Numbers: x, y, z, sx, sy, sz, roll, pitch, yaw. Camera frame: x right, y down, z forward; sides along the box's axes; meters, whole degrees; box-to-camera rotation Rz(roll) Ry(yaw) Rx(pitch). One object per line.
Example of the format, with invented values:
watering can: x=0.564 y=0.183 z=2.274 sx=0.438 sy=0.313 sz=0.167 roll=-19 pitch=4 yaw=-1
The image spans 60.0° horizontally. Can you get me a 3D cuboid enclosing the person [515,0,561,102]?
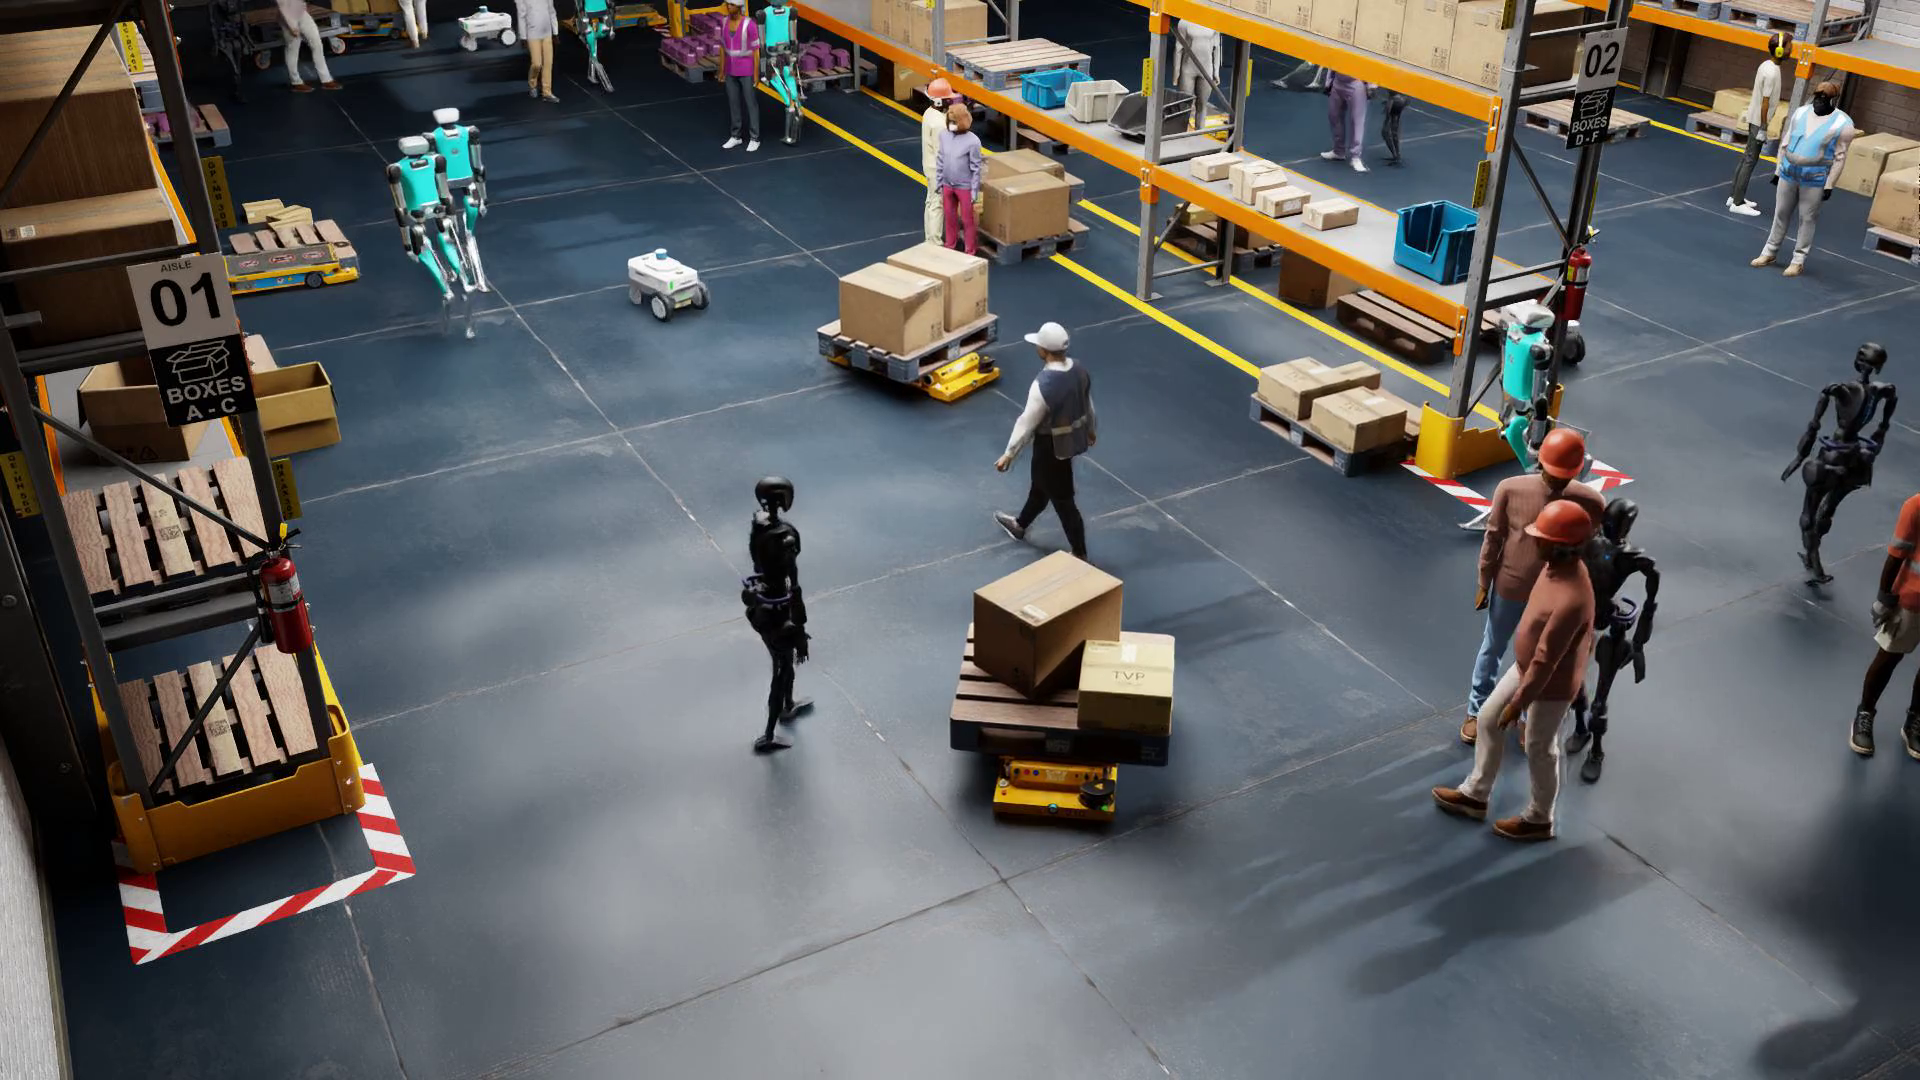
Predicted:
person: x=-5.385 y=-6.459 z=21.198 sx=0.460 sy=1.715 sz=0.593 roll=21 pitch=36 yaw=32

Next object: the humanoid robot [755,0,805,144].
humanoid robot: x=-2.004 y=-5.412 z=19.393 sx=0.535 sy=1.840 sz=0.701 roll=-19 pitch=35 yaw=-30

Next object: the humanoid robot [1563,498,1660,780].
humanoid robot: x=3.503 y=0.495 z=9.141 sx=0.609 sy=1.644 sz=0.424 roll=22 pitch=36 yaw=33

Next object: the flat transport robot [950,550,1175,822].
flat transport robot: x=0.593 y=1.075 z=9.538 sx=0.659 sy=0.231 sz=1.431 roll=4 pitch=30 yaw=7

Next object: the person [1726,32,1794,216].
person: x=8.380 y=-4.349 z=17.369 sx=0.329 sy=1.876 sz=0.510 roll=9 pitch=31 yaw=15

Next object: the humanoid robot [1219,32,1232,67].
humanoid robot: x=3.413 y=-7.282 z=22.723 sx=0.771 sy=1.639 sz=0.607 roll=8 pitch=31 yaw=14

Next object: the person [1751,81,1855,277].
person: x=8.027 y=-3.437 z=15.814 sx=0.430 sy=1.844 sz=0.621 roll=-20 pitch=35 yaw=-31

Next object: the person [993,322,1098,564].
person: x=0.569 y=-0.646 z=11.084 sx=0.889 sy=1.712 sz=0.759 roll=17 pitch=34 yaw=27

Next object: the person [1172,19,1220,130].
person: x=2.727 y=-5.431 z=19.234 sx=0.562 sy=1.896 sz=0.354 roll=-4 pitch=30 yaw=-6

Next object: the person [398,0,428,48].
person: x=-7.955 y=-8.084 z=23.937 sx=0.635 sy=1.797 sz=0.910 roll=-12 pitch=32 yaw=-19

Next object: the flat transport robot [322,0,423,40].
flat transport robot: x=-8.674 y=-7.593 z=24.628 sx=1.431 sy=0.231 sz=0.659 roll=-6 pitch=30 yaw=-10

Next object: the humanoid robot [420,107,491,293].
humanoid robot: x=-4.735 y=-3.183 z=15.537 sx=0.530 sy=1.839 sz=0.820 roll=-16 pitch=33 yaw=-25

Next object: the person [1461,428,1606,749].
person: x=3.168 y=0.270 z=9.216 sx=0.607 sy=1.989 sz=0.383 roll=7 pitch=31 yaw=11

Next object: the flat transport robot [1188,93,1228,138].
flat transport robot: x=2.827 y=-5.224 z=20.503 sx=0.659 sy=0.231 sz=1.431 roll=-9 pitch=31 yaw=-16

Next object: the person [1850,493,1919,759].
person: x=5.351 y=0.329 z=9.140 sx=0.611 sy=1.960 sz=0.374 roll=4 pitch=30 yaw=7

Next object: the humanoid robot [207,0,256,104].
humanoid robot: x=-9.280 y=-6.370 z=21.102 sx=0.547 sy=1.641 sz=0.613 roll=15 pitch=33 yaw=25

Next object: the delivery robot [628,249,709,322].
delivery robot: x=-2.702 y=-2.353 z=15.234 sx=0.812 sy=0.609 sz=0.499 roll=26 pitch=39 yaw=38

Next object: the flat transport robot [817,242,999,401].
flat transport robot: x=-0.428 y=-1.539 z=14.089 sx=1.431 sy=0.231 sz=0.659 roll=22 pitch=37 yaw=34

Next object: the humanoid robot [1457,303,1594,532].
humanoid robot: x=4.011 y=-0.792 z=11.354 sx=1.053 sy=1.751 sz=0.537 roll=-6 pitch=30 yaw=-11

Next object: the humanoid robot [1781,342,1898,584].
humanoid robot: x=5.766 y=-0.495 z=10.879 sx=0.590 sy=1.650 sz=0.574 roll=-1 pitch=30 yaw=-1

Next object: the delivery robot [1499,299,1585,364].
delivery robot: x=4.971 y=-1.808 z=14.281 sx=0.499 sy=0.606 sz=0.808 roll=-10 pitch=31 yaw=-17

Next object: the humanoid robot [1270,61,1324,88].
humanoid robot: x=4.574 y=-6.687 z=21.569 sx=0.907 sy=1.752 sz=0.558 roll=11 pitch=32 yaw=18

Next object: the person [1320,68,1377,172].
person: x=4.402 y=-5.123 z=18.737 sx=0.396 sy=1.863 sz=0.764 roll=-15 pitch=33 yaw=-24

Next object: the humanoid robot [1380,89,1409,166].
humanoid robot: x=4.966 y=-5.073 z=18.846 sx=0.347 sy=1.650 sz=0.595 roll=10 pitch=31 yaw=17

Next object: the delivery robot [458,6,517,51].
delivery robot: x=-6.810 y=-7.381 z=23.973 sx=0.775 sy=0.596 sz=0.499 roll=-18 pitch=35 yaw=-29

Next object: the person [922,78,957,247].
person: x=-0.198 y=-3.627 z=16.232 sx=0.329 sy=1.751 sz=0.564 roll=-5 pitch=30 yaw=-9

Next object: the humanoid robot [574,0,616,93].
humanoid robot: x=-4.775 y=-6.673 z=21.583 sx=0.537 sy=1.741 sz=0.966 roll=-14 pitch=33 yaw=-23

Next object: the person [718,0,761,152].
person: x=-2.558 y=-5.447 z=19.308 sx=0.525 sy=1.845 sz=0.318 roll=13 pitch=32 yaw=21

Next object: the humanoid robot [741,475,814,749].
humanoid robot: x=-1.017 y=0.393 z=9.315 sx=0.413 sy=1.646 sz=0.589 roll=-17 pitch=34 yaw=-27

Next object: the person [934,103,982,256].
person: x=-0.022 y=-3.364 z=15.893 sx=0.498 sy=1.633 sz=0.284 roll=21 pitch=36 yaw=31

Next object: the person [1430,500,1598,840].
person: x=2.873 y=0.699 z=8.482 sx=0.667 sy=1.971 sz=0.649 roll=3 pitch=30 yaw=5

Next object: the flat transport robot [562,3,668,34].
flat transport robot: x=-5.210 y=-7.866 z=25.102 sx=1.431 sy=0.231 sz=0.659 roll=-16 pitch=33 yaw=-25

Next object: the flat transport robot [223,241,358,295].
flat transport robot: x=-6.538 y=-2.568 z=15.880 sx=1.431 sy=0.231 sz=0.659 roll=-12 pitch=32 yaw=-21

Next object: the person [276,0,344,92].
person: x=-8.487 y=-6.684 z=21.428 sx=0.825 sy=1.884 sz=0.678 roll=11 pitch=32 yaw=18

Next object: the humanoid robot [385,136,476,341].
humanoid robot: x=-4.482 y=-2.528 z=14.400 sx=0.536 sy=1.827 sz=0.743 roll=-24 pitch=37 yaw=-35
